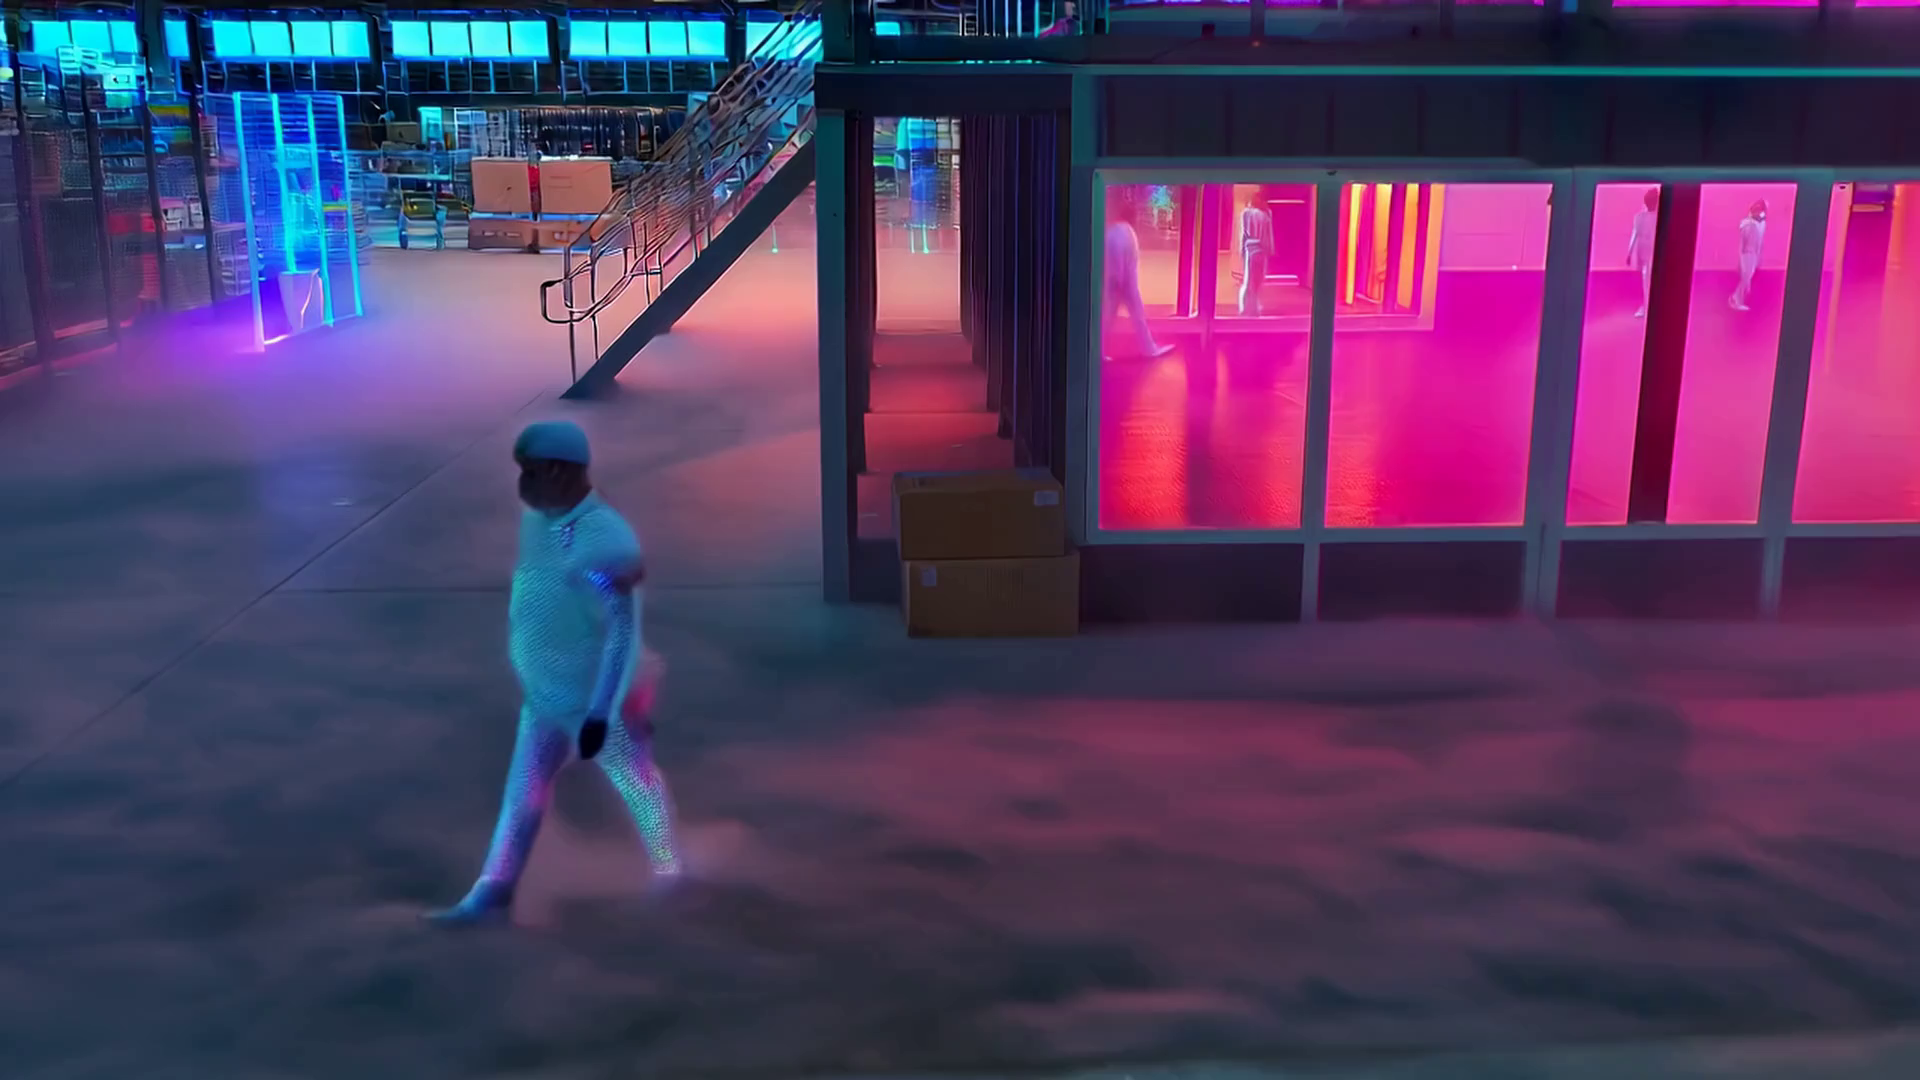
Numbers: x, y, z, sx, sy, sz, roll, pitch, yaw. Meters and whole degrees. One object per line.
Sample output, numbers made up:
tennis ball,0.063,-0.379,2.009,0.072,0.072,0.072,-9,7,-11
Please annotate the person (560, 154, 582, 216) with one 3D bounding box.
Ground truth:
person,-9.912,-8.817,42.383,1.038,1.989,0.635,1,14,3

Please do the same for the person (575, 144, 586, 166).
person,-19.048,-19.025,83.614,0.603,1.779,0.944,-6,15,-24

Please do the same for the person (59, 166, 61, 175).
person,-31.246,-12.389,57.401,0.287,1.625,0.497,7,16,27

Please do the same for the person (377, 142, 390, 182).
person,-27.113,-17.777,78.311,0.630,1.927,0.506,-8,16,-30

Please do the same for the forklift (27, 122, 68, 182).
forklift,-35.376,-14.773,64.377,1.129,2.768,1.873,-1,14,-2

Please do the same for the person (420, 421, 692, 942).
person,-1.336,0.501,5.532,0.952,1.790,0.661,-12,18,-39
